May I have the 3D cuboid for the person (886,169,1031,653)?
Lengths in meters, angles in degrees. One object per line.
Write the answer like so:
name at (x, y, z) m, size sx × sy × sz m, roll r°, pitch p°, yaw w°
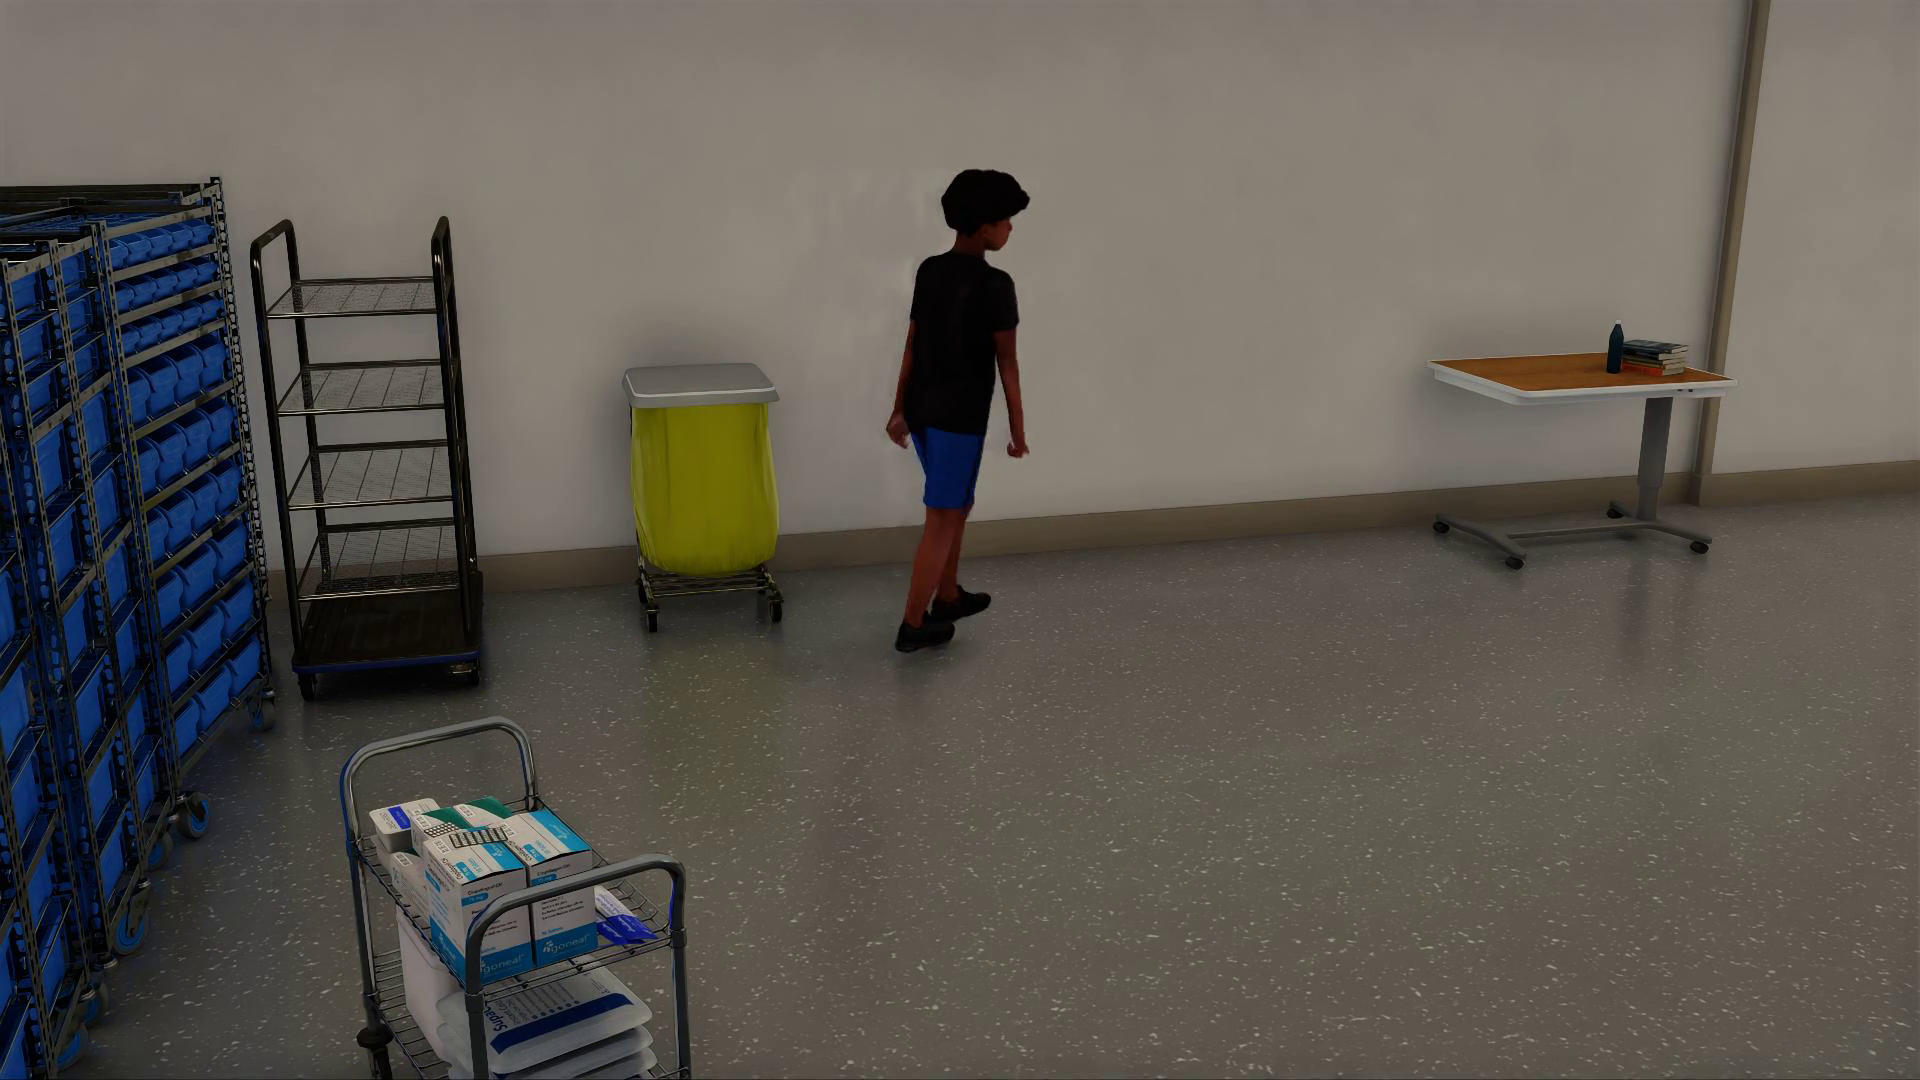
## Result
person at (-0.097, -0.441, 6.112) m, size 0.809 × 1.749 × 0.910 m, roll 12°, pitch 20°, yaw 37°
